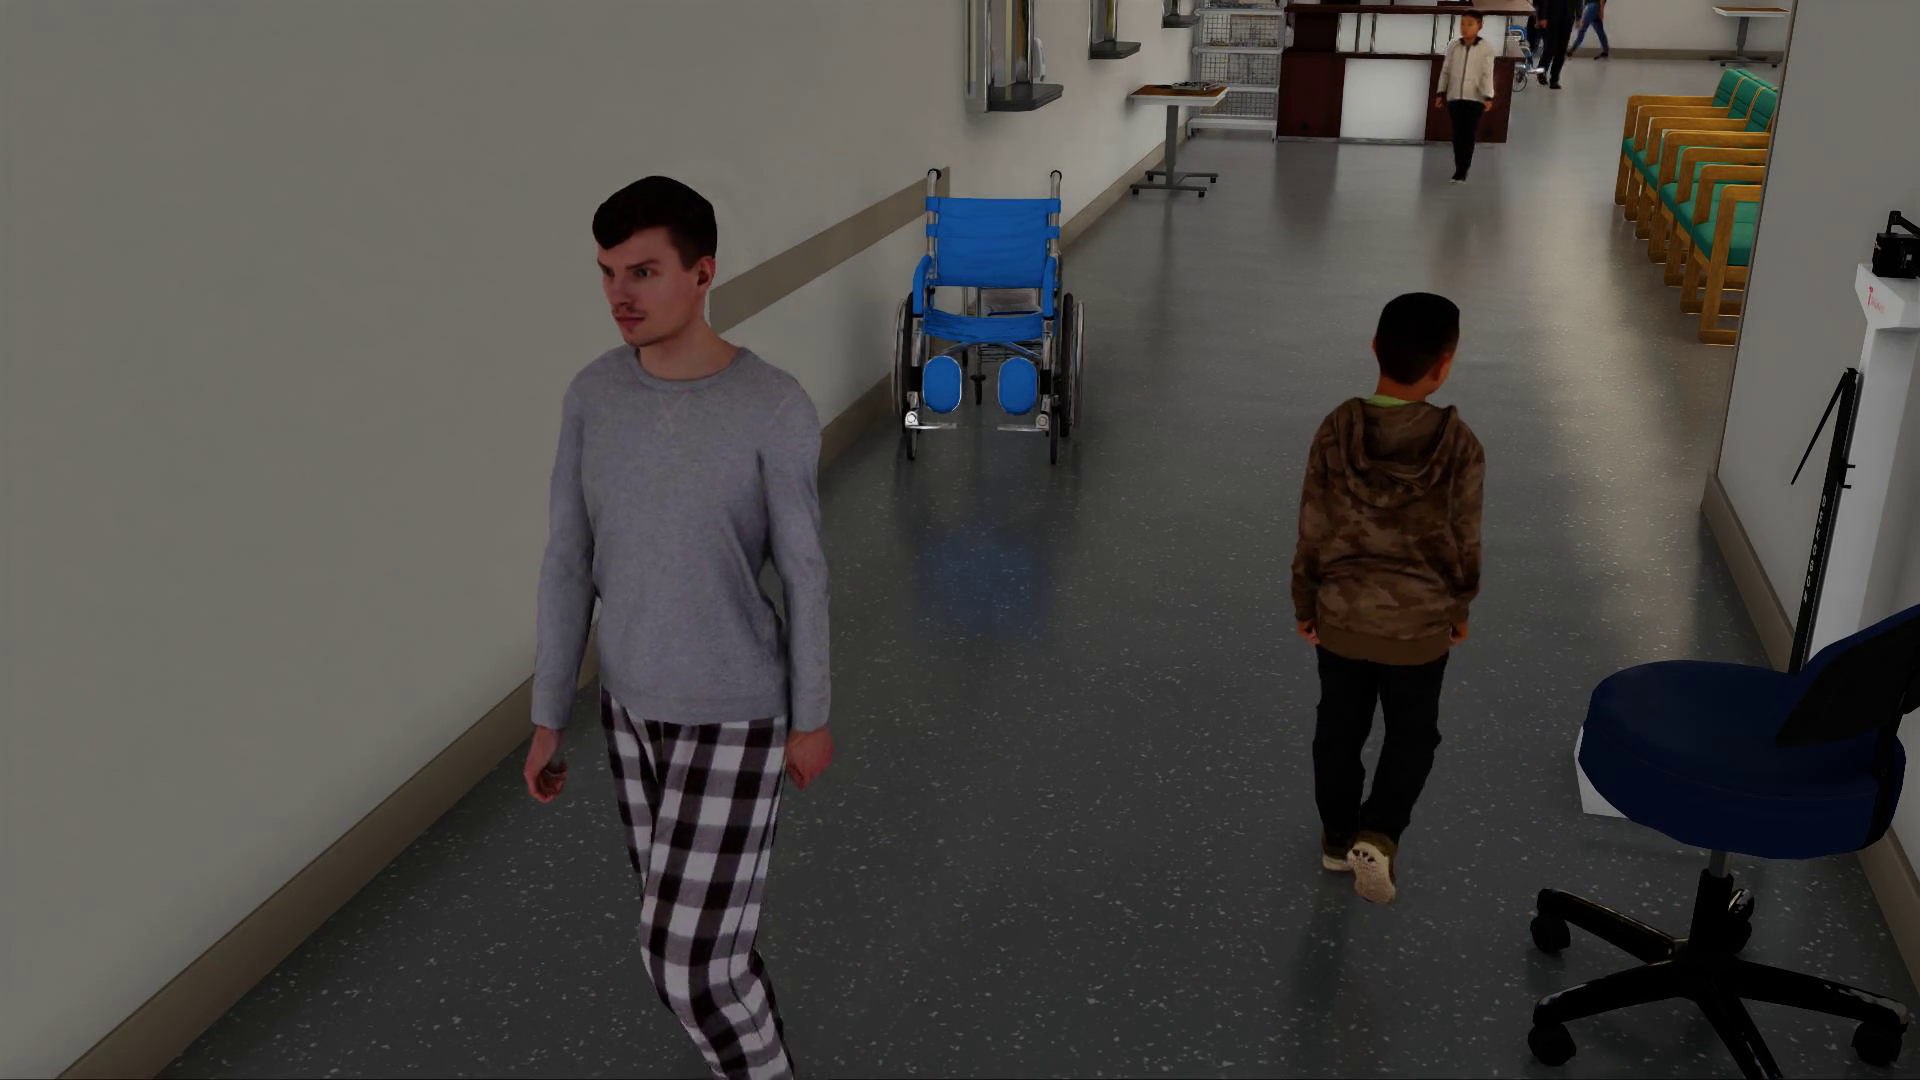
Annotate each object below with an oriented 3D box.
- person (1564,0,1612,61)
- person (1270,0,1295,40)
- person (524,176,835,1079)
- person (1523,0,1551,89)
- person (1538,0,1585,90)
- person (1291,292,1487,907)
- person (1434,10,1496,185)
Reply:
[{"bbox_3d":[9.894,-8.201,25.722,1.117,1.577,0.729,2,21,4],"label":"person"},{"bbox_3d":[5.925,-9.946,30.289,0.995,1.605,1.086,-19,28,-41],"label":"person"},{"bbox_3d":[-0.436,0.263,3.011,0.693,1.833,0.753,10,23,25],"label":"person"},{"bbox_3d":[7.734,-6.893,22.147,1.016,1.662,0.891,-2,21,-6],"label":"person"},{"bbox_3d":[7.843,-6.865,21.805,0.758,1.852,0.841,-3,21,-8],"label":"person"},{"bbox_3d":[0.955,0.178,3.789,0.743,1.442,0.694,8,22,20],"label":"person"},{"bbox_3d":[4.387,-3.796,14.300,0.798,1.428,0.822,15,25,35],"label":"person"}]
